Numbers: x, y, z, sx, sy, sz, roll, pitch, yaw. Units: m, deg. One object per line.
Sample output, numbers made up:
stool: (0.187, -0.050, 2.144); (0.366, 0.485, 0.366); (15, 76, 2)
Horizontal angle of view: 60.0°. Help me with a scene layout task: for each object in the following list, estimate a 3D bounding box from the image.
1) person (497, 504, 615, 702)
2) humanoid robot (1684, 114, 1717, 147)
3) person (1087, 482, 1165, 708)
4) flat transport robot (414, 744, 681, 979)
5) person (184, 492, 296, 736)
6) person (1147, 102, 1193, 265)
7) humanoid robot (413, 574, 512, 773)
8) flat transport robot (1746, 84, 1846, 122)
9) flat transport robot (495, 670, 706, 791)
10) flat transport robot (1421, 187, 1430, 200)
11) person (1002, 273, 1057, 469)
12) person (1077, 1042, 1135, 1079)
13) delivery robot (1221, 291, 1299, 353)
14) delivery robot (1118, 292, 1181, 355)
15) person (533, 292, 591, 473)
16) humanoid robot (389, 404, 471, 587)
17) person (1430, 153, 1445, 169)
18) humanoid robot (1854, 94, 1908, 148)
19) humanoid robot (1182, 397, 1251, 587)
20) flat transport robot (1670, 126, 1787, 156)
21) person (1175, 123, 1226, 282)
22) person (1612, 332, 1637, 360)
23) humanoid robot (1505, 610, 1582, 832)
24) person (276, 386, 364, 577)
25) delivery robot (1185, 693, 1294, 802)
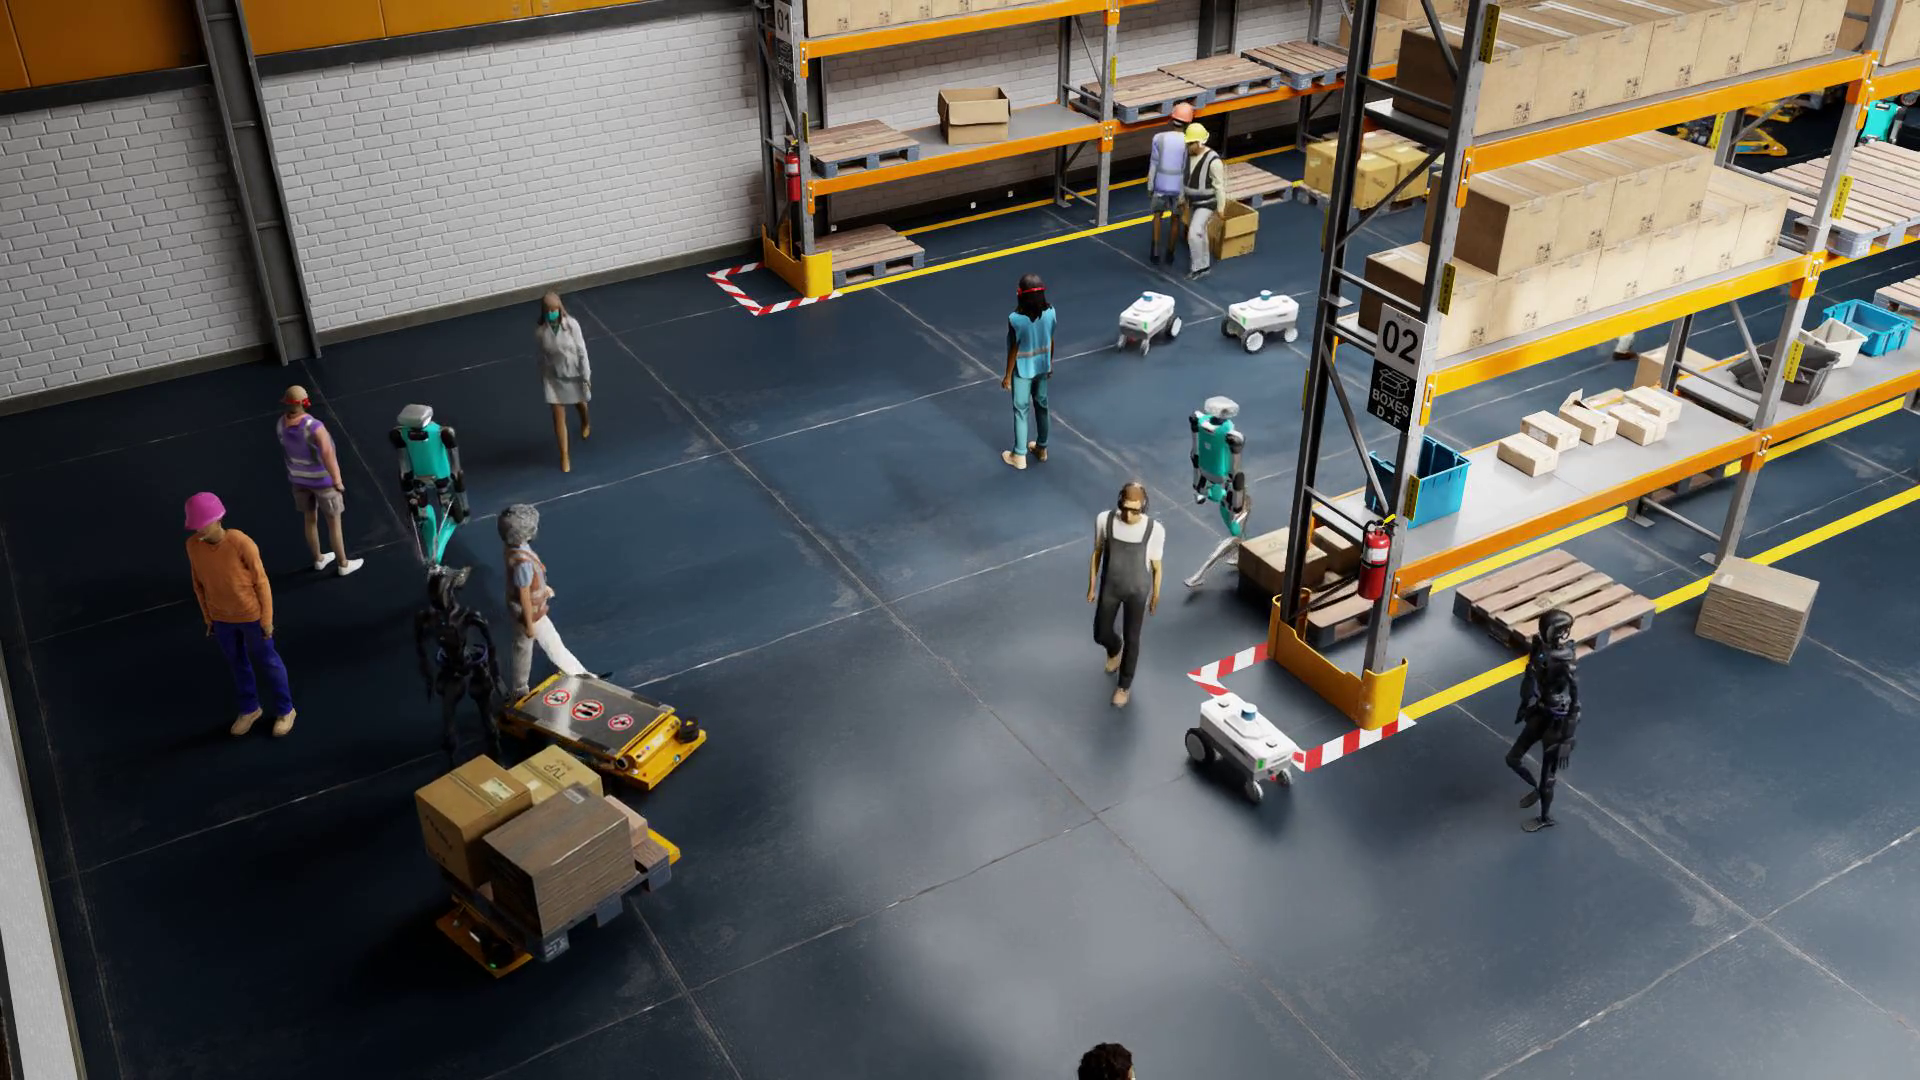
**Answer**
person: (-2.981, 0.451, 12.047); (0.752, 1.659, 0.449); (-15, 35, -22)
humanoid robot: (9.415, -5.081, 20.857); (0.608, 1.639, 0.376); (18, 36, 26)
person: (1.197, 0.348, 12.051); (0.542, 1.837, 0.453); (10, 33, 16)
flat transport robot: (-2.545, 2.187, 10.596); (0.659, 0.231, 1.431); (25, 40, 34)
person: (-5.066, 0.520, 11.644); (0.518, 1.981, 0.392); (2, 32, 3)
person: (2.435, -4.059, 19.000); (0.567, 1.916, 0.421); (8, 33, 13)
humanoid robot: (-3.356, 0.952, 11.260); (0.602, 1.651, 0.486); (1, 32, 1)
flat transport robot: (12.080, -6.413, 24.311); (0.659, 0.231, 1.431); (27, 41, 36)
flat transport robot: (-2.600, 1.330, 11.963); (1.431, 0.231, 0.659); (17, 36, 25)
flat transport robot: (6.602, -4.559, 21.354); (1.431, 0.231, 0.659); (-25, 40, -34)
person: (0.631, -1.523, 15.010); (0.519, 1.866, 0.391); (-19, 37, -27)
person: (0.557, 3.063, 7.677); (0.591, 1.882, 0.562); (-8, 33, -13)
delivery robot: (3.191, -2.336, 17.533); (0.781, 0.587, 0.499); (-13, 34, -19)
delivery robot: (1.980, -2.327, 17.539); (0.499, 0.608, 0.797); (19, 37, 27)
person: (-3.619, -1.520, 15.216); (0.485, 1.630, 0.804); (-6, 33, -9)
humanoid robot: (-4.168, -0.118, 12.965); (0.546, 1.784, 1.066); (4, 32, 6)
person: (6.478, -5.814, 21.881); (0.376, 1.838, 0.561); (21, 38, 30)
humanoid robot: (10.727, -4.465, 19.735); (0.530, 1.692, 0.747); (21, 38, 29)
humanoid robot: (2.188, -0.425, 13.385); (1.033, 1.727, 0.542); (-23, 39, -32)
flat transport robot: (10.494, -5.458, 22.788); (1.431, 0.231, 0.659); (0, 32, 0)
person: (2.658, -3.787, 18.682); (0.580, 1.802, 0.628); (-15, 35, -22)
person: (6.967, -2.742, 16.957); (0.594, 1.864, 0.546); (24, 39, 33)
humanoid robot: (3.859, 1.185, 10.874); (0.361, 1.642, 0.619); (-7, 33, -12)
person: (-5.246, -0.474, 13.506); (0.489, 1.688, 0.348); (10, 34, 16)
delivery robot: (1.972, 1.397, 11.599); (0.499, 0.608, 0.797); (-18, 36, -26)
